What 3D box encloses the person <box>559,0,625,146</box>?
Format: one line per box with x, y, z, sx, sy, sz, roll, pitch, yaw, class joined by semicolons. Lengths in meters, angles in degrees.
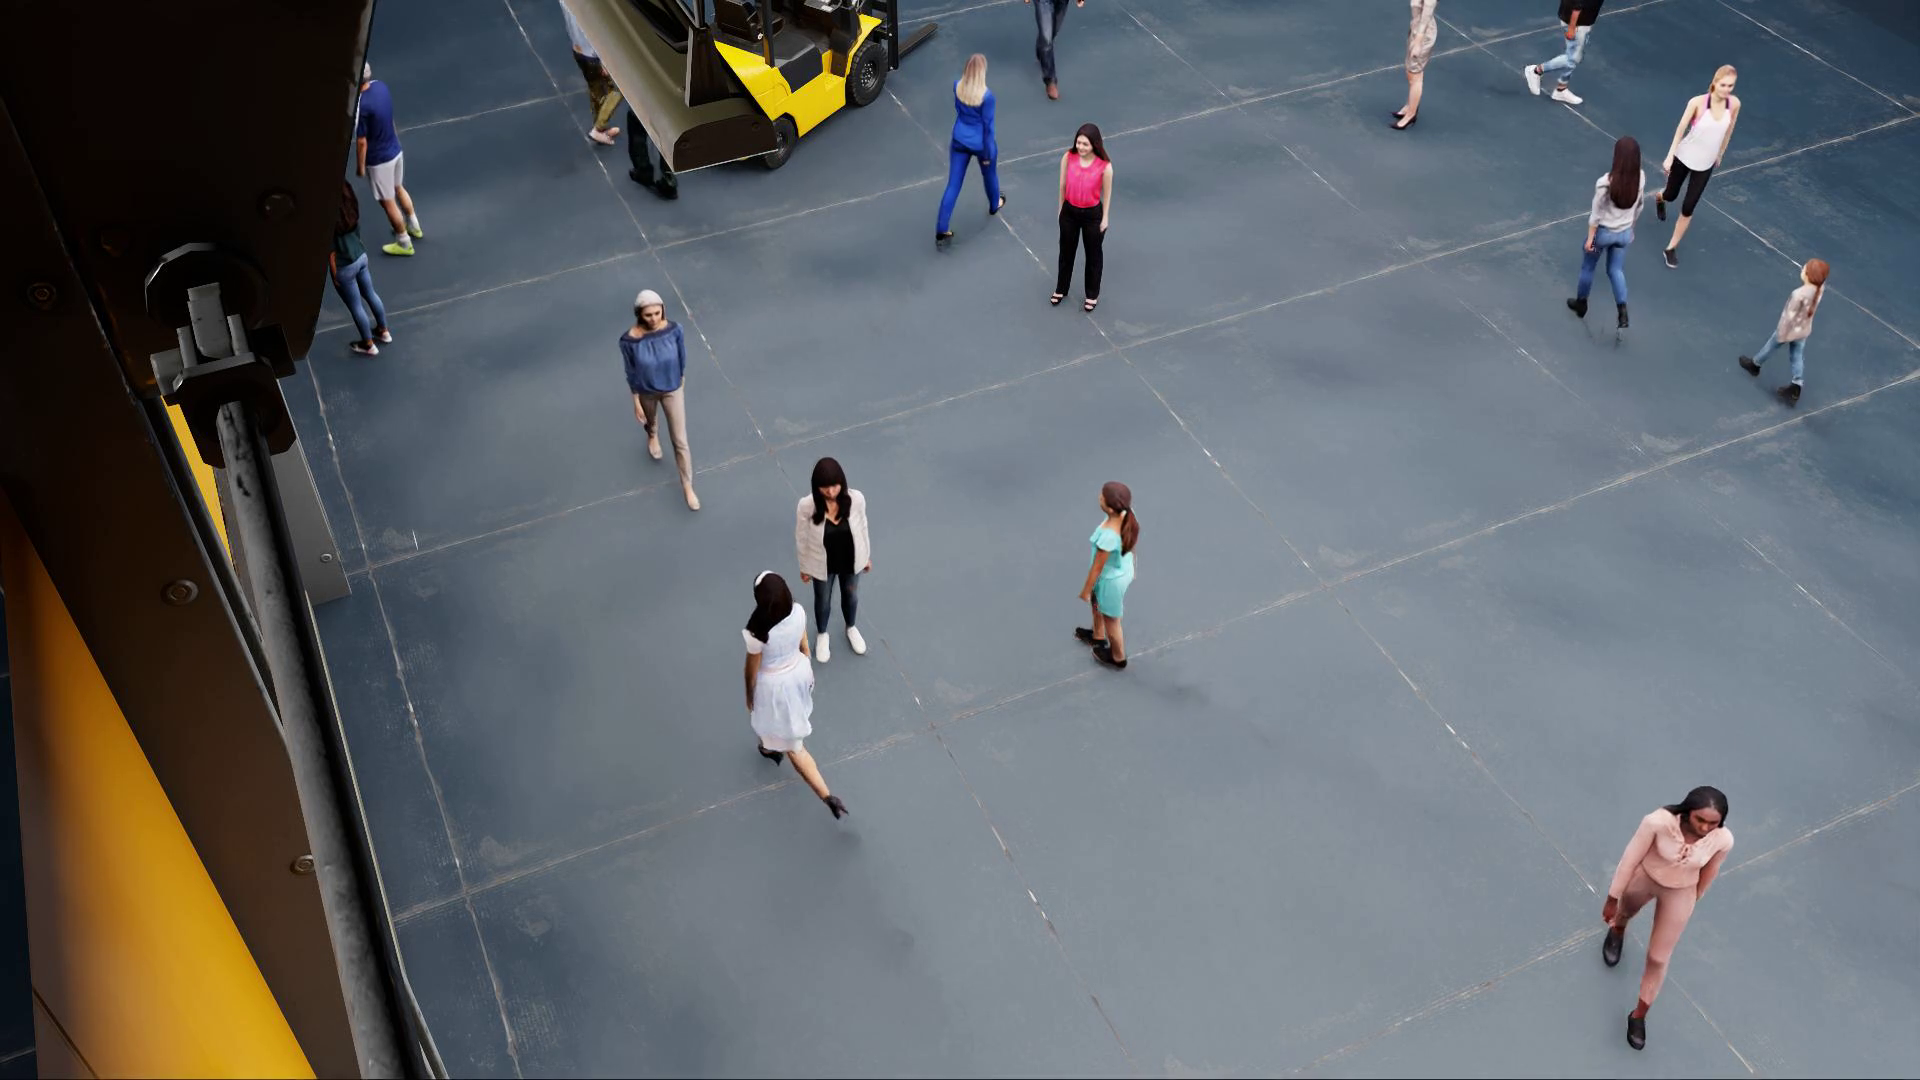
-3.419;-4.420;15.255;0.815;1.799;0.891;26;49;25;person

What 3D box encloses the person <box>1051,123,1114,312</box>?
0.991;-2.610;13.456;0.647;1.660;0.708;14;45;15;person

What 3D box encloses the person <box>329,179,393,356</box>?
-4.794;-2.185;13.044;0.757;1.614;0.695;13;45;14;person

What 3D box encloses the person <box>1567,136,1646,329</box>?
5.226;-2.390;13.265;0.700;1.604;0.923;-9;44;-9;person

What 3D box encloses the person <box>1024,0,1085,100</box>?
0.878;-5.365;16.201;0.822;1.863;1.235;-12;45;-13;person

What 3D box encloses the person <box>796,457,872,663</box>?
-0.799;0.107;10.622;0.652;1.636;0.588;-12;45;-12;person

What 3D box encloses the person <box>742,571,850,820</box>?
-0.976;0.934;9.647;0.849;1.784;1.231;-31;52;-28;person

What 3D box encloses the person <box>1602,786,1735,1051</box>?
3.693;1.785;8.827;1.071;1.682;1.124;15;46;16;person

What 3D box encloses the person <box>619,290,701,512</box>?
-2.185;-1.094;11.870;0.705;1.653;1.183;-13;45;-13;person

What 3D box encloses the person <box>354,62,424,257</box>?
-4.839;-3.230;13.987;0.826;1.825;0.736;7;44;8;person

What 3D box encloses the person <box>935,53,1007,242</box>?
0.046;-3.306;14.189;1.184;1.657;1.094;25;49;24;person

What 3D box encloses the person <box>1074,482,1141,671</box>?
1.024;0.260;10.524;0.792;1.549;0.718;24;49;24;person

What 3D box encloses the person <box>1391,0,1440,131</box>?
4.322;-4.685;15.573;0.710;1.745;0.636;11;45;12;person

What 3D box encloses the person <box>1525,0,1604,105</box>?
5.838;-5.041;15.905;0.991;1.801;0.916;24;49;23;person

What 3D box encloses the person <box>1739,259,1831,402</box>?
6.443;-1.603;12.753;0.516;1.172;0.833;-15;46;-15;person

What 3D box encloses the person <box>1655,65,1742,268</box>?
6.175;-3.239;14.043;0.984;1.761;1.172;1;44;1;person
